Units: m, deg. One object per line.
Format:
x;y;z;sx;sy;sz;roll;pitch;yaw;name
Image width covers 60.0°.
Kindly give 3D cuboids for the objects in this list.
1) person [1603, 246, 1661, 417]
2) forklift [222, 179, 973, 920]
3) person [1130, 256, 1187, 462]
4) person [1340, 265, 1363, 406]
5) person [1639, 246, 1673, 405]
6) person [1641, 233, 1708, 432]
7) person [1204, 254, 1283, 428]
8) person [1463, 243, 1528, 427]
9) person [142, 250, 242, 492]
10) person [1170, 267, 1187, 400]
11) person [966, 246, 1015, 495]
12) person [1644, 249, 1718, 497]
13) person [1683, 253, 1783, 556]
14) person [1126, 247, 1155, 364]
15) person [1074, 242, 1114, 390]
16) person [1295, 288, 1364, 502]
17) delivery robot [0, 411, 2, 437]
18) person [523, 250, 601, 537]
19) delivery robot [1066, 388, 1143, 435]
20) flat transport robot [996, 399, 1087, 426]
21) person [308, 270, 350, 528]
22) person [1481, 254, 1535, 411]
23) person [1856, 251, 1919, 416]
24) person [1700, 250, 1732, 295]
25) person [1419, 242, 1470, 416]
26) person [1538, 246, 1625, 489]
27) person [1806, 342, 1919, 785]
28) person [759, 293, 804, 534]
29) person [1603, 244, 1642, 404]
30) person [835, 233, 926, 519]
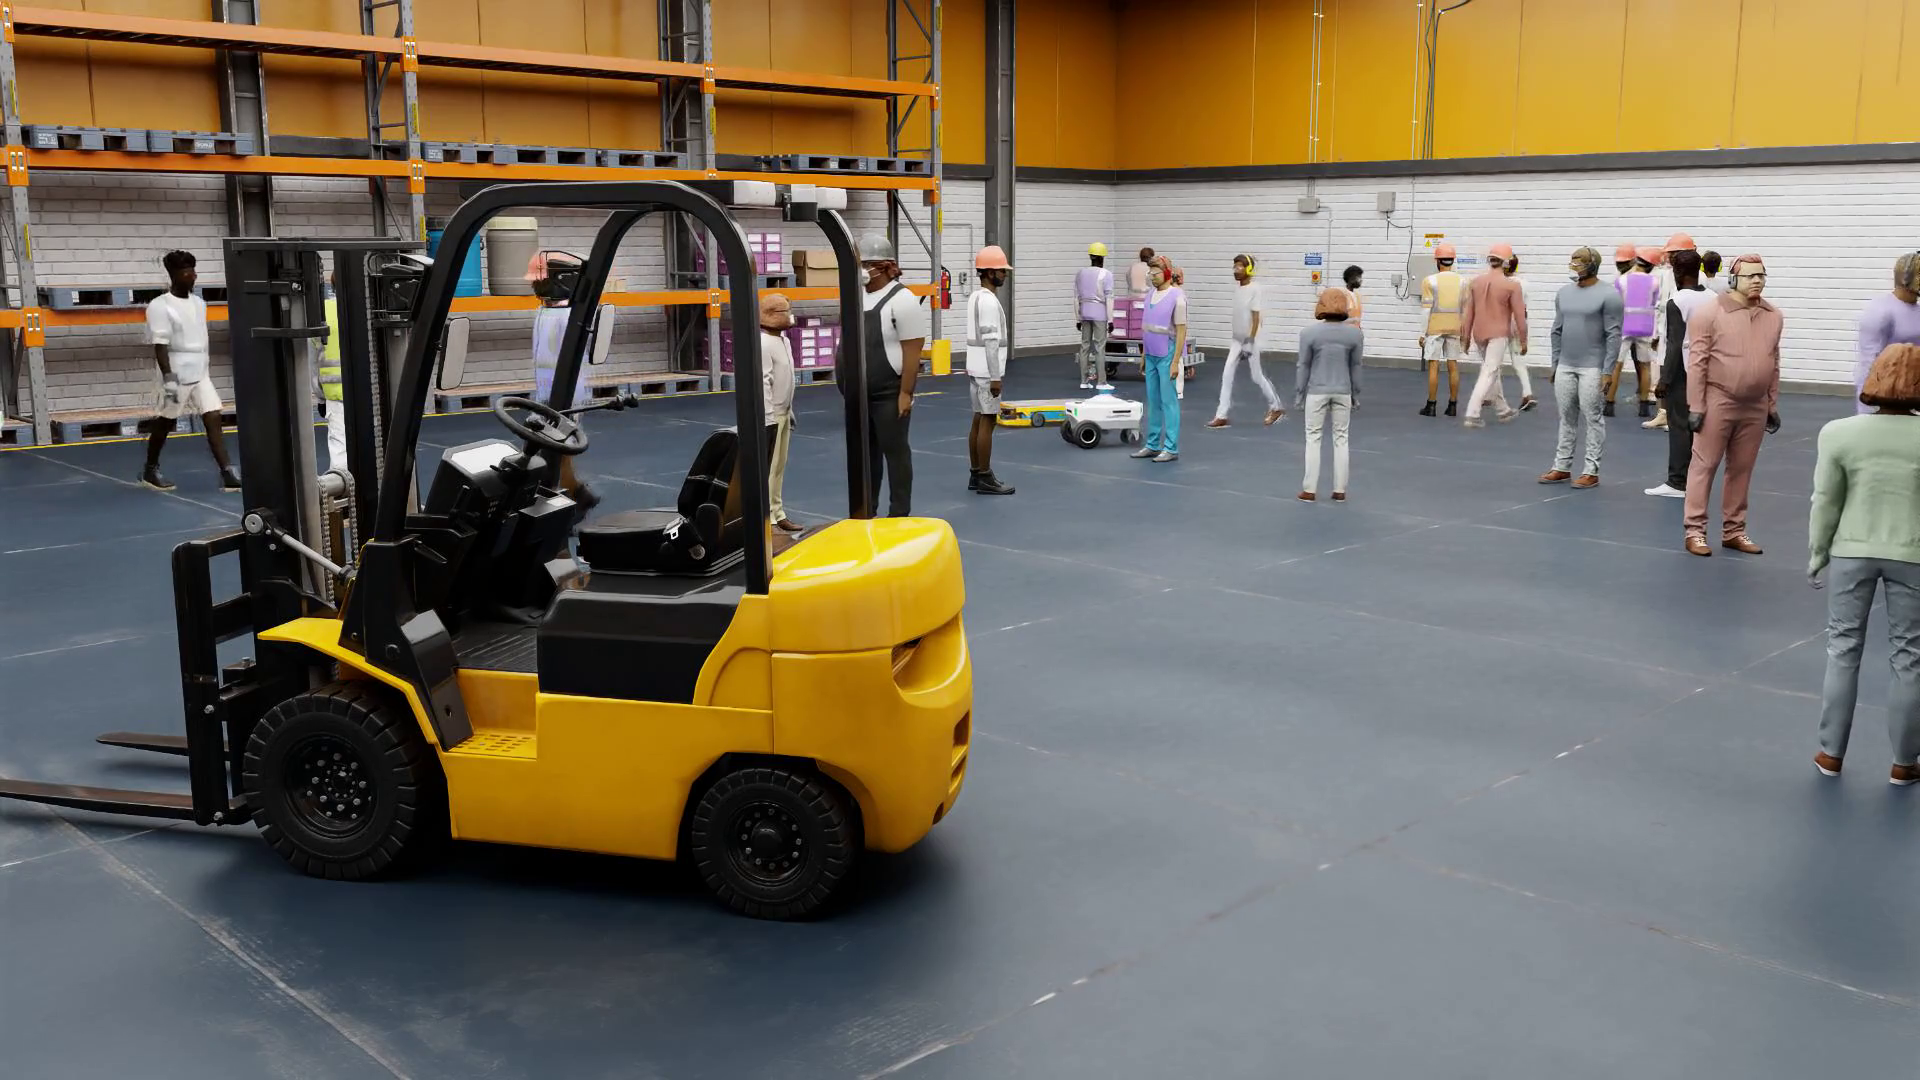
7.517;-2.326;18.585;0.593;1.904;0.409;5;11;24;person
-1.114;-0.058;5.440;2.313;2.155;1.214;2;11;13;forklift
1.822;-1.620;14.930;0.390;1.838;0.563;-6;12;-28;person
4.486;-2.353;19.391;0.348;1.675;0.621;8;13;37;person
8.432;-2.557;19.873;0.638;1.903;0.409;0;10;0;person
7.375;-2.133;17.167;0.376;2.042;0.615;-4;11;-21;person
3.042;-2.096;17.562;0.938;1.830;0.514;-7;12;-32;person
5.706;-2.172;17.674;1.042;1.935;0.646;-8;13;-36;person
-6.092;-1.312;13.062;1.030;1.913;0.622;3;11;18;person
2.636;-2.547;20.528;0.309;1.641;0.515;-1;10;-6;person
0.233;-1.325;13.050;0.358;1.938;0.542;-2;11;-12;person
5.626;-1.283;12.890;0.587;1.913;0.391;-8;13;-36;person
4.914;-0.849;10.539;0.637;1.911;0.403;-2;11;-10;person
2.908;-3.675;26.149;0.646;1.833;0.492;8;13;36;person
1.768;-2.923;21.792;0.588;1.928;0.384;8;13;38;person
2.802;-1.093;12.642;0.503;1.626;0.279;-1;10;-3;person
-9.085;-1.047;15.054;0.477;0.478;0.707;6;12;31;delivery robot
-2.672;-0.957;11.063;0.446;1.924;0.576;-8;13;-36;person
1.390;-1.218;15.985;0.707;0.478;0.477;-2;11;-12;delivery robot
1.009;-1.386;17.930;1.431;0.197;0.652;-4;11;-21;flat transport robot
-4.170;-0.994;11.504;0.627;1.846;0.429;0;10;1;person
6.402;-2.421;19.343;0.541;1.832;0.956;-3;11;-17;person
5.740;-0.796;10.223;0.651;1.926;0.410;-6;12;-31;person
7.669;-2.035;17.122;0.533;1.864;0.310;0;10;-2;person
5.405;-2.350;18.632;0.543;1.941;0.353;-1;10;-5;person
5.000;-1.380;13.356;0.377;1.937;0.629;-6;12;-30;person
3.417;0.089;6.167;0.499;1.634;0.285;7;12;33;person
-1.228;-0.837;11.210;0.280;1.636;0.500;2;11;11;person
7.948;-2.565;19.872;1.034;1.910;0.628;-5;11;-23;person
-0.576;-1.029;11.153;0.535;2.000;0.683;-9;14;-41;person
